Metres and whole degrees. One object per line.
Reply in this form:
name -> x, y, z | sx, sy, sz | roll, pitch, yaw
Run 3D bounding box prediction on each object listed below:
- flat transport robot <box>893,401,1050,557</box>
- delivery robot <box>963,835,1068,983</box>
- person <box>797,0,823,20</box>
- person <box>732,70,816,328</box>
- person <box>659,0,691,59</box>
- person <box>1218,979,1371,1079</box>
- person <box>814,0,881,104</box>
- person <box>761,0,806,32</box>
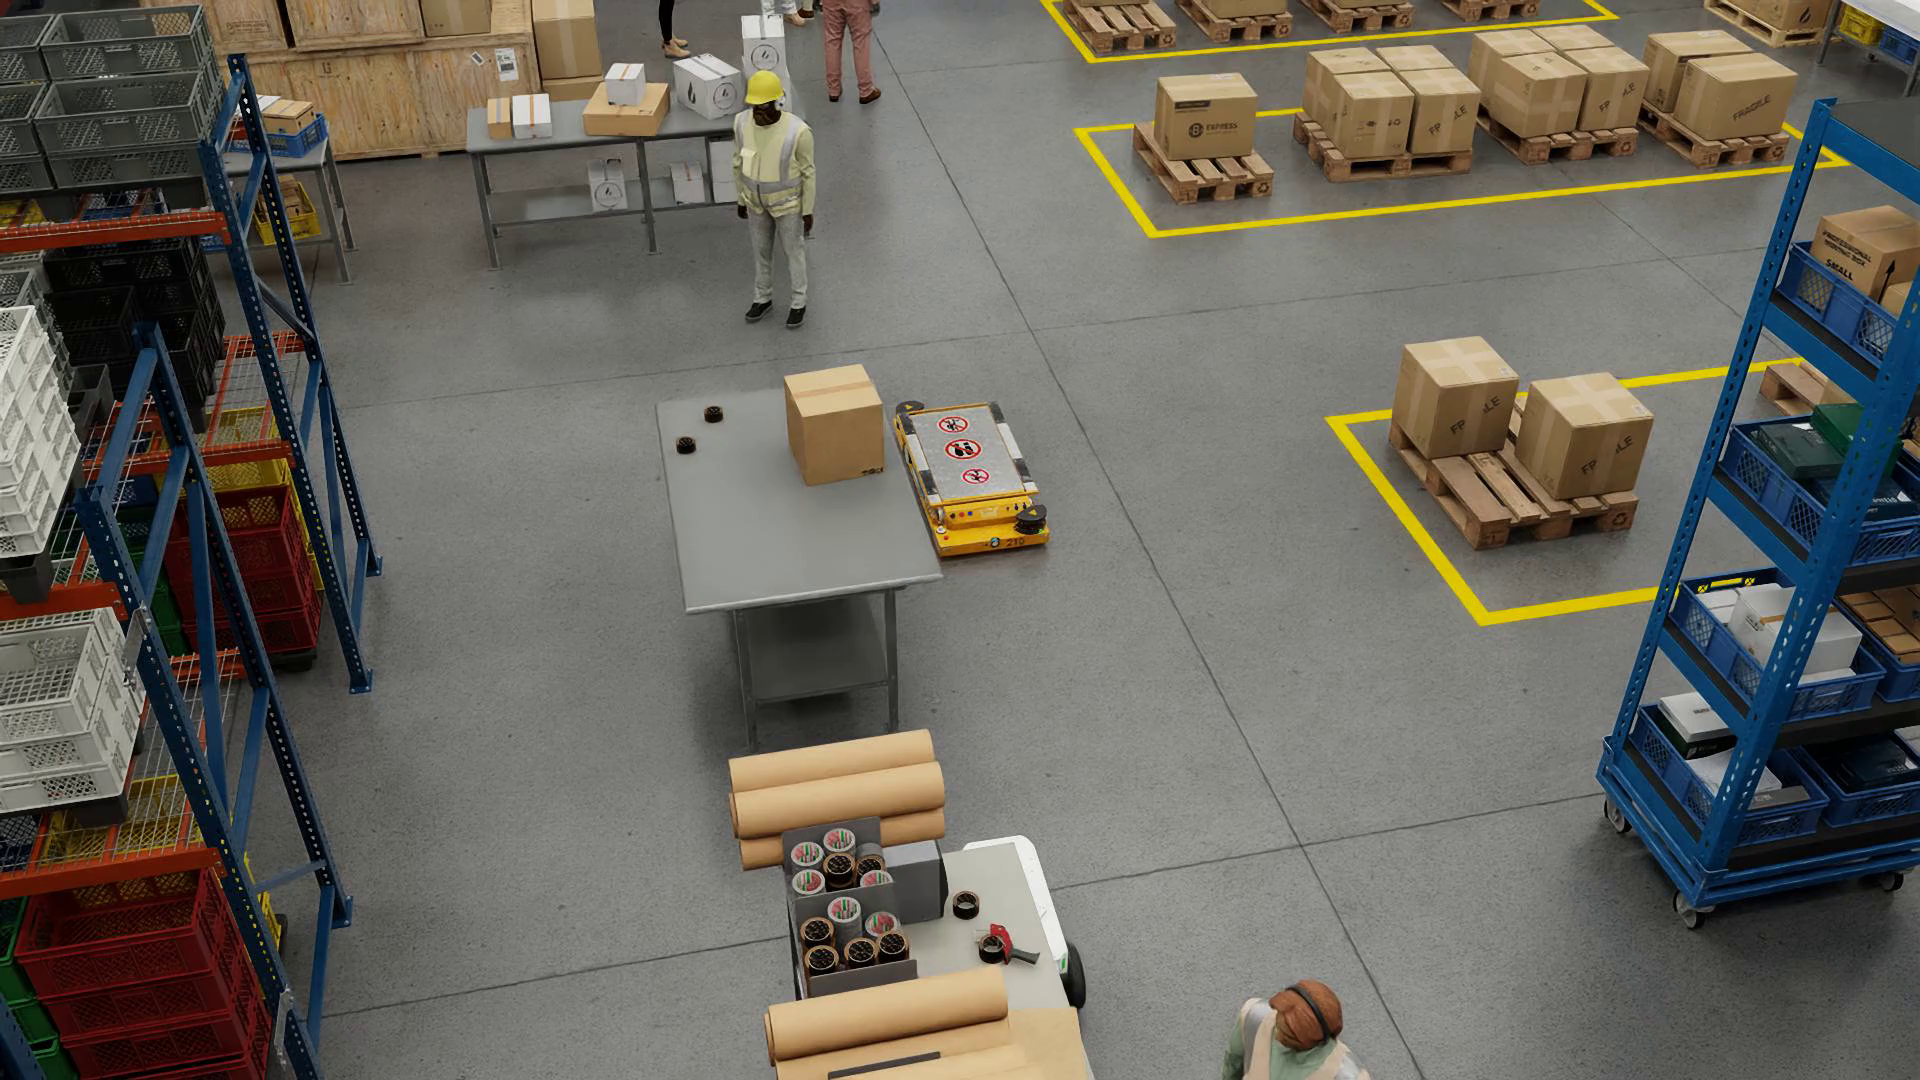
flat transport robot -> 0.046, -0.430, 10.108 | 0.652, 0.197, 1.431 | -8, 37, -10
delivery robot -> 0.220, 1.590, 7.081 | 0.477, 0.478, 0.707 | -7, 37, -9
person -> -1.538, -6.101, 16.398 | 0.325, 1.874, 0.521 | 25, 43, 29
person -> -1.271, -2.315, 11.341 | 0.591, 1.834, 0.404 | 13, 39, 17
person -> -2.749, -5.402, 15.605 | 0.316, 1.693, 0.541 | -7, 37, -9
person -> 1.092, 2.037, 5.655 | 0.512, 1.638, 0.312 | 27, 44, 31
person -> -0.997, -4.803, 14.631 | 0.643, 1.903, 0.399 | 9, 38, 12
person -> -1.762, -5.870, 16.125 | 0.430, 1.836, 0.619 | 25, 43, 29
